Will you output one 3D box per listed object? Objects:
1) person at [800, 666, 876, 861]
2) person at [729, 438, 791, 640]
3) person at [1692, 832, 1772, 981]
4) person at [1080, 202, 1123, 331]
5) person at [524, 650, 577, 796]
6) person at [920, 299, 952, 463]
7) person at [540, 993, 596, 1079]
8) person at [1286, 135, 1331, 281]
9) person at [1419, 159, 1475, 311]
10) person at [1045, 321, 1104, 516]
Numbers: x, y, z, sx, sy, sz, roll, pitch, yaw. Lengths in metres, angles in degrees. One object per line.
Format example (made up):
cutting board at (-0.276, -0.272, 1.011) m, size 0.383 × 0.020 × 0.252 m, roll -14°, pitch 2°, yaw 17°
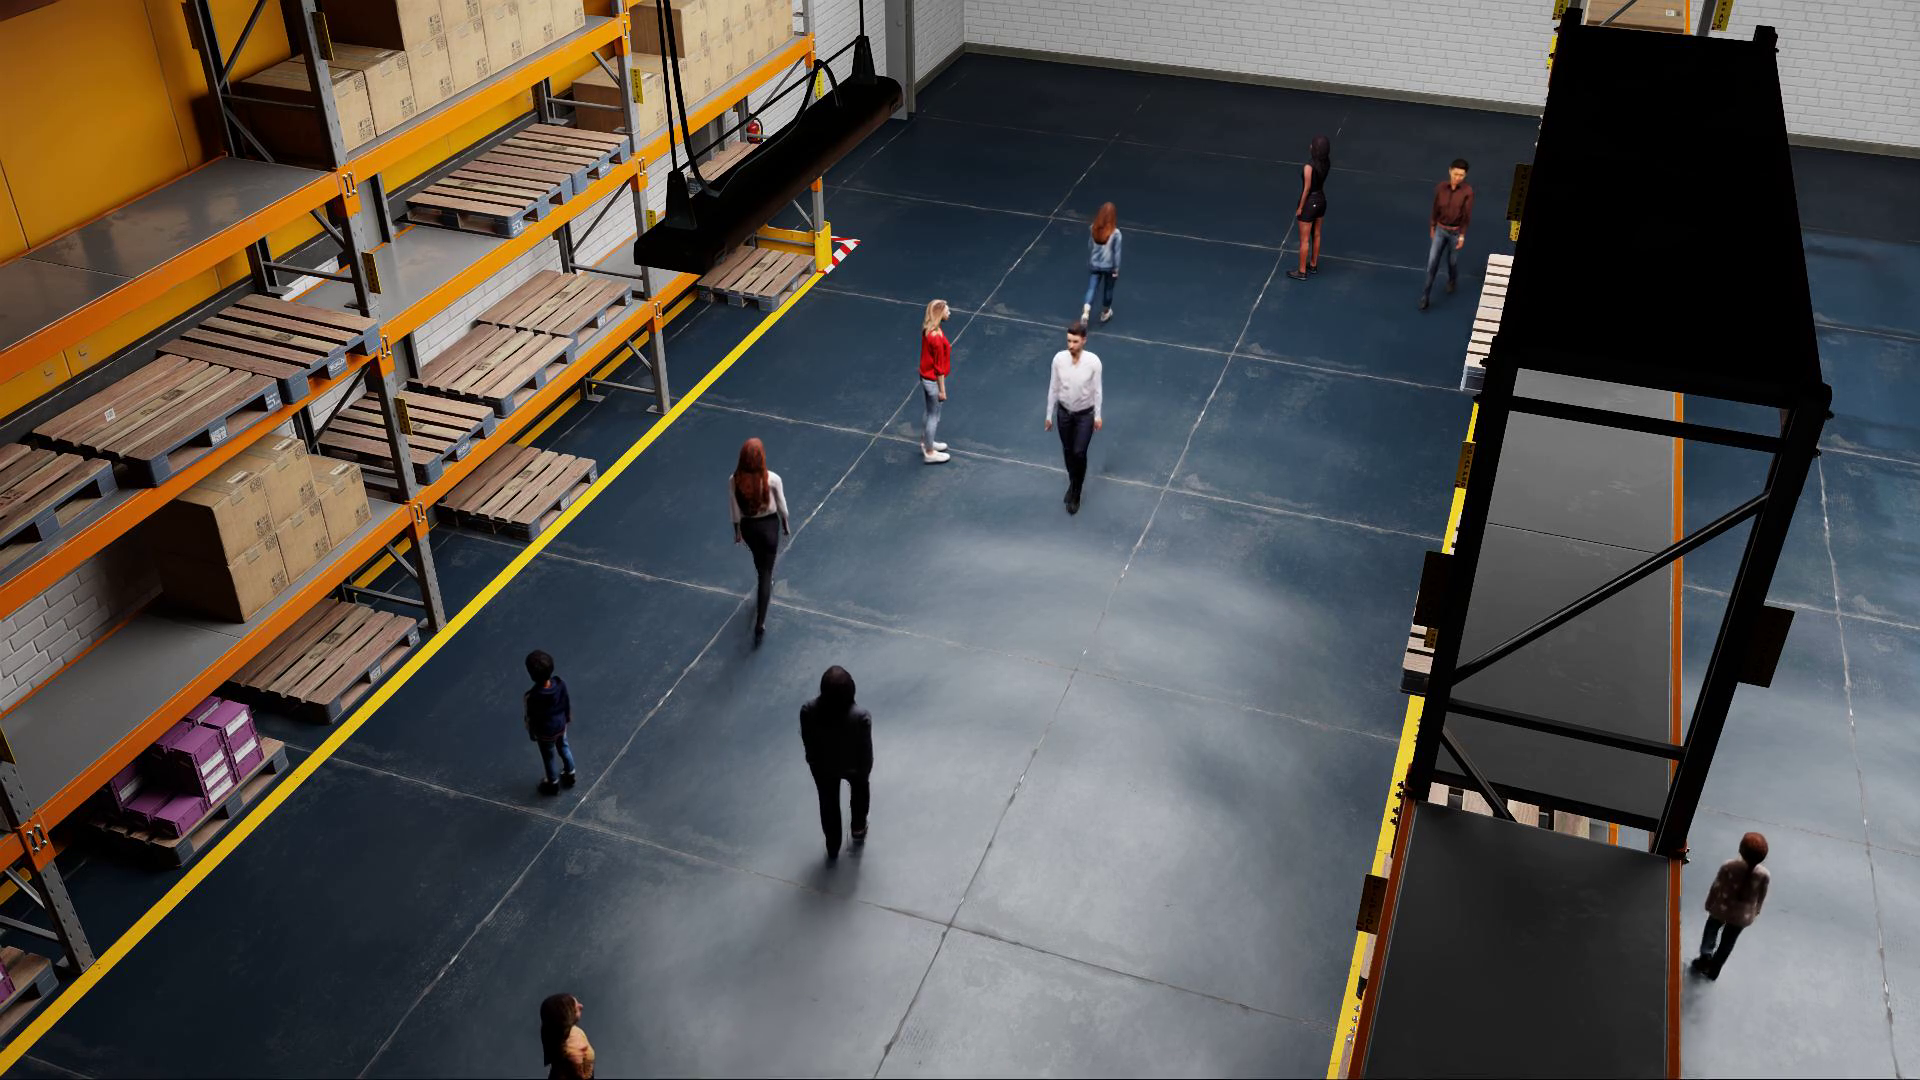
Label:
person at (-0.848, 1.569, 11.493) m, size 0.752 × 1.579 × 0.776 m, roll 2°, pitch 34°, yaw 3°
person at (-1.658, 0.011, 13.718) m, size 0.854 × 1.712 × 1.228 m, roll 2°, pitch 34°, yaw 2°
person at (4.940, 2.382, 10.625) m, size 0.499 × 1.188 × 0.523 m, roll 15°, pitch 36°, yaw 21°
person at (1.557, -3.036, 18.528) m, size 0.635 × 1.461 × 0.927 m, roll 16°, pitch 37°, yaw 22°
person at (-3.008, 1.333, 12.173) m, size 0.641 × 1.220 × 0.523 m, roll 28°, pitch 43°, yaw 36°
person at (-0.257, -1.550, 16.075) m, size 0.744 × 1.703 × 0.648 m, roll -9°, pitch 35°, yaw -13°
person at (-2.198, 3.108, 9.162) m, size 1.155 × 1.597 × 0.983 m, roll -22°, pitch 39°, yaw -29°
person at (4.153, -3.936, 19.630) m, size 0.722 × 1.741 × 0.587 m, roll 28°, pitch 42°, yaw 35°
person at (5.633, -3.530, 19.026) m, size 0.737 × 1.733 × 1.160 m, roll 17°, pitch 37°, yaw 24°
person at (1.107, -1.215, 15.436) m, size 0.669 × 1.851 × 0.752 m, roll 14°, pitch 36°, yaw 20°
